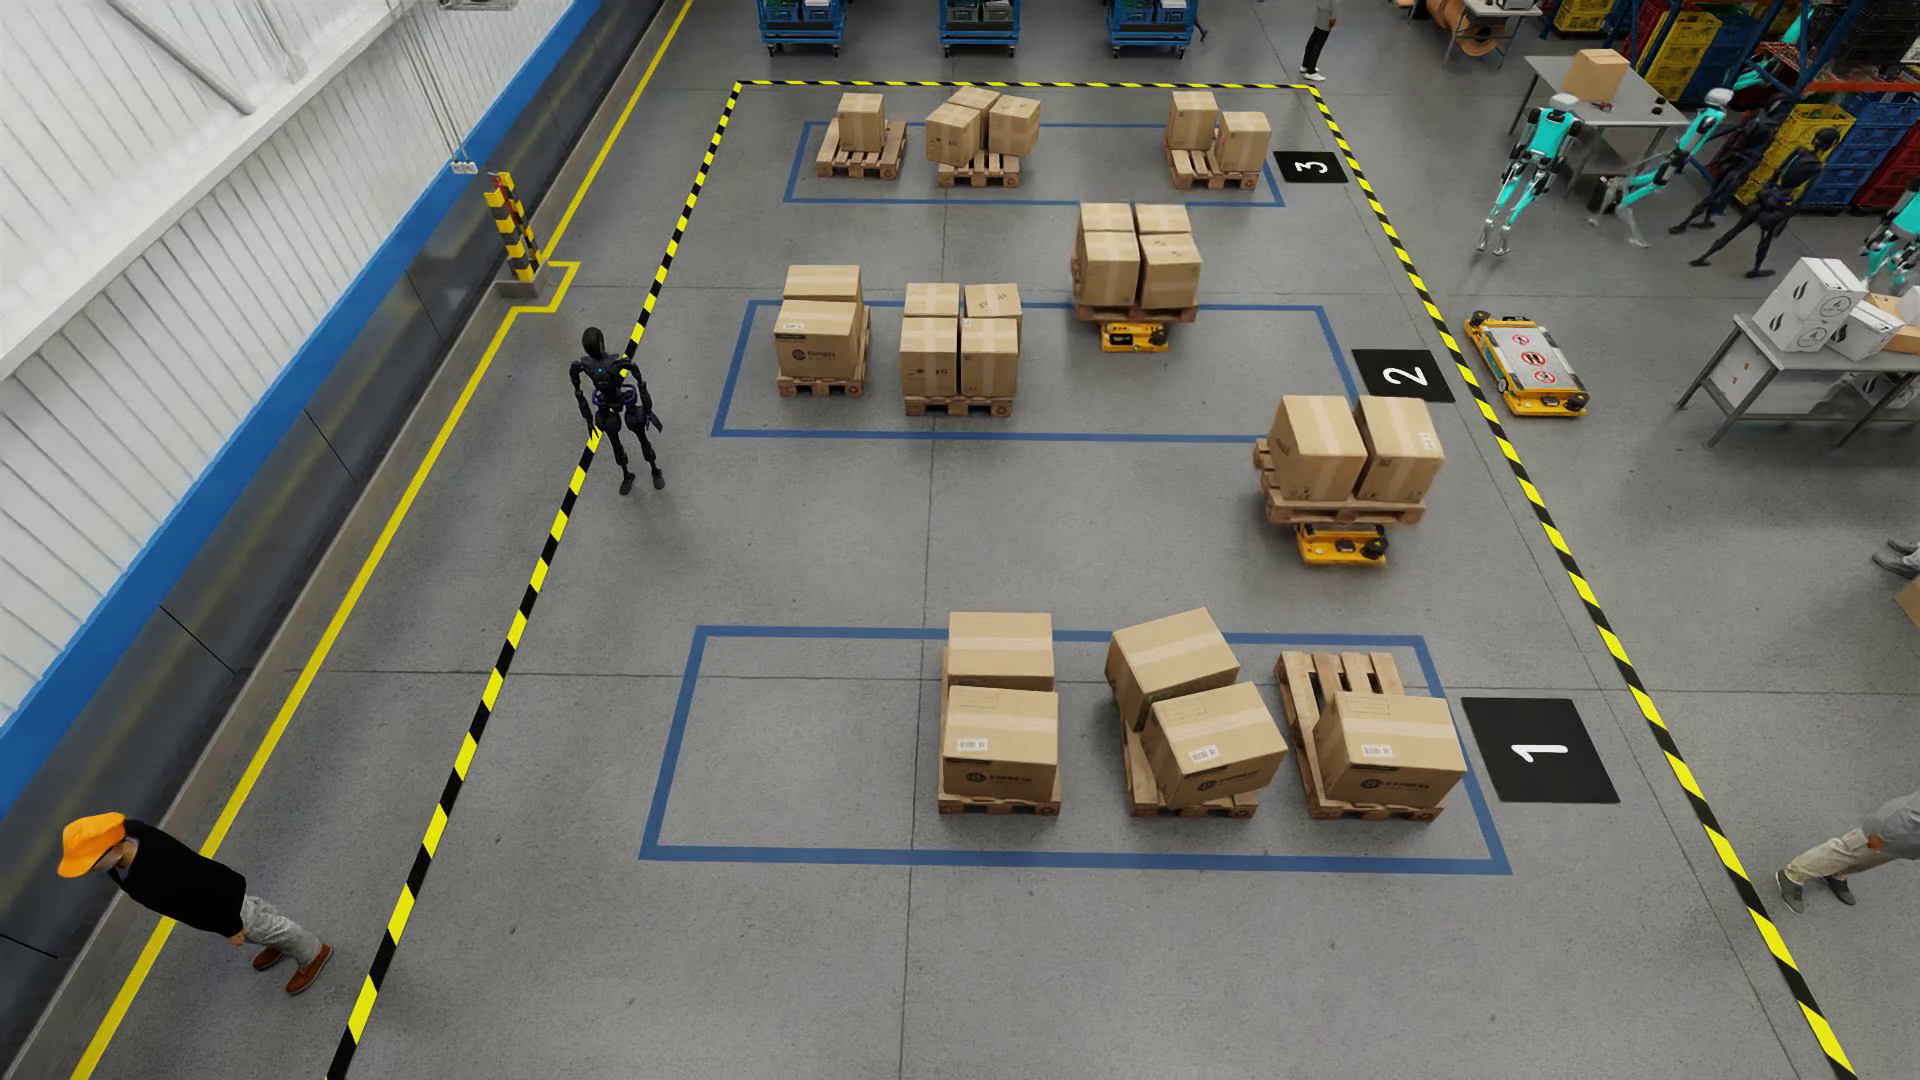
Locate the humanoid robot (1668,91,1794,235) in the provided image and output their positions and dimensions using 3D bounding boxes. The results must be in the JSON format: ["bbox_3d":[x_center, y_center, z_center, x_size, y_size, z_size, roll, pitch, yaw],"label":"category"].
[{"bbox_3d":[8.619,-4.199,10.240,0.503,1.645,0.592,3,49,2],"label":"humanoid robot"}]

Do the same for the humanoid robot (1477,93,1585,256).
[{"bbox_3d":[5.981,-3.818,9.778,0.735,1.677,0.533,-37,58,-27],"label":"humanoid robot"}]

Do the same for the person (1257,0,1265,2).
[{"bbox_3d":[5.057,-9.938,15.032,0.629,1.940,0.373,20,52,17],"label":"person"}]

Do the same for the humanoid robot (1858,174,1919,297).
[{"bbox_3d":[9.451,-2.890,9.090,0.891,1.806,0.545,-12,50,-10],"label":"humanoid robot"}]

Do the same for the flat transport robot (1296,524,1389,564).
[{"bbox_3d":[3.142,-0.403,7.864,0.652,0.197,1.431,1,49,1],"label":"flat transport robot"}]

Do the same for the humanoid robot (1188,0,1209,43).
[{"bbox_3d":[3.709,-8.584,14.040,0.616,1.633,0.586,35,58,27],"label":"humanoid robot"}]

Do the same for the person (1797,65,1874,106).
[{"bbox_3d":[11.722,-6.322,12.007,0.900,1.786,0.596,-6,49,-5],"label":"person"}]

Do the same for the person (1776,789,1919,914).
[{"bbox_3d":[5.371,1.608,5.148,0.572,1.768,0.399,-6,49,-5],"label":"person"}]

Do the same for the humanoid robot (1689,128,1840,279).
[{"bbox_3d":[8.636,-3.552,9.699,0.758,1.626,0.602,4,49,4],"label":"humanoid robot"}]

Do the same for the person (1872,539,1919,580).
[{"bbox_3d":[7.746,-0.439,6.812,0.602,1.939,0.411,-30,55,-23],"label":"person"}]

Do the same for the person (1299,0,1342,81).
[{"bbox_3d":[5.270,-7.550,13.022,0.385,1.849,0.596,0,49,0],"label":"person"}]

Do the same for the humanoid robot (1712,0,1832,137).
[{"bbox_3d":[10.269,-6.131,11.885,0.801,1.807,0.540,16,51,13],"label":"humanoid robot"}]

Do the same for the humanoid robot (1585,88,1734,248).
[{"bbox_3d":[7.637,-4.158,10.174,0.964,1.766,0.538,33,57,25],"label":"humanoid robot"}]

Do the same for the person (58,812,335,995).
[{"bbox_3d":[-3.964,1.905,4.817,0.587,1.884,0.358,23,53,19],"label":"person"}]

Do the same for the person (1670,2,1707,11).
[{"bbox_3d":[10.703,-7.996,13.332,0.372,1.965,0.606,-4,49,-3],"label":"person"}]

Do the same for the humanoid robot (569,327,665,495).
[{"bbox_3d":[-2.774,-1.039,7.489,0.599,1.659,0.315,-7,50,-6],"label":"humanoid robot"}]

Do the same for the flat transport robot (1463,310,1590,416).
[{"bbox_3d":[5.573,-1.757,9.054,0.659,0.231,1.431,1,49,1],"label":"flat transport robot"}]

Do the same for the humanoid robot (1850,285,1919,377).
[{"bbox_3d":[8.935,-2.054,8.250,0.735,1.677,0.533,-6,49,-5],"label":"humanoid robot"}]

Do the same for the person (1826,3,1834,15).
[{"bbox_3d":[13.762,-8.936,14.285,0.630,1.772,0.997,18,52,15],"label":"person"}]

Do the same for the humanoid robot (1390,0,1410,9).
[{"bbox_3d":[7.455,-9.543,14.860,0.510,1.639,0.590,-7,49,-6],"label":"humanoid robot"}]

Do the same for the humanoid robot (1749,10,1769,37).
[{"bbox_3d":[12.527,-8.240,13.737,0.387,1.638,0.611,-36,58,-27],"label":"humanoid robot"}]

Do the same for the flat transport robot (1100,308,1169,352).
[{"bbox_3d":[1.789,-2.506,9.684,0.652,0.197,1.431,1,49,1],"label":"flat transport robot"}]
